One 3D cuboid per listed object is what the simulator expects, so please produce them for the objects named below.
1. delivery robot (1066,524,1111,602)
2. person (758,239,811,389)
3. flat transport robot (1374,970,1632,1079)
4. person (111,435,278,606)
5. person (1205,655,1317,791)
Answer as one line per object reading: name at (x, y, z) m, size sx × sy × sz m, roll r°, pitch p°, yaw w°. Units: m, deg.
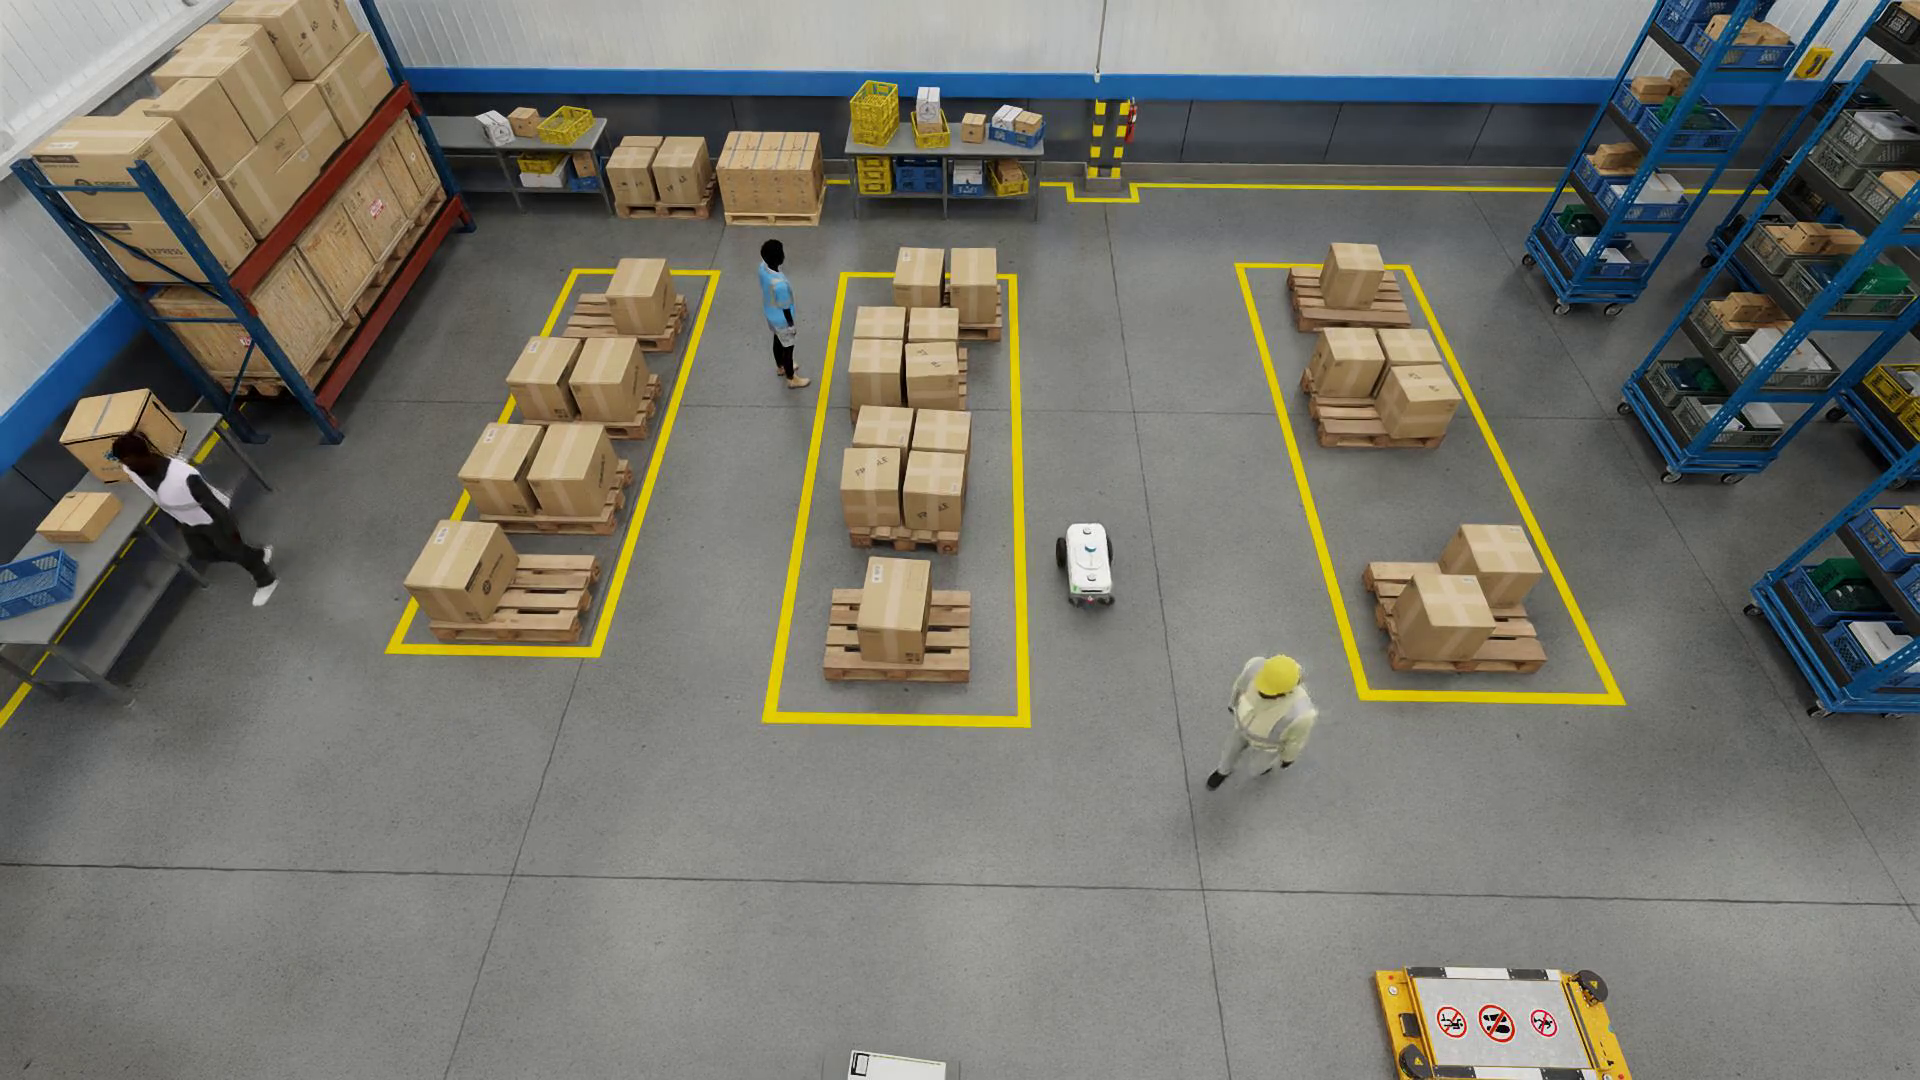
delivery robot at (1.130, 0.189, 8.074) m, size 0.477 × 0.478 × 0.707 m, roll 0°, pitch 51°, yaw 0°
person at (-1.840, -2.324, 9.446) m, size 0.317 × 1.697 × 0.540 m, roll -25°, pitch 55°, yaw -19°
flat transport robot at (3.501, 3.133, 5.914) m, size 1.431 × 0.197 × 0.652 m, roll 1°, pitch 51°, yaw 1°
person at (-6.245, -0.176, 7.560) m, size 0.629 × 1.906 × 0.432 m, roll 8°, pitch 51°, yaw 7°
person at (2.133, 1.290, 6.433) m, size 0.581 × 1.810 × 0.627 m, roll -28°, pitch 56°, yaw -21°
